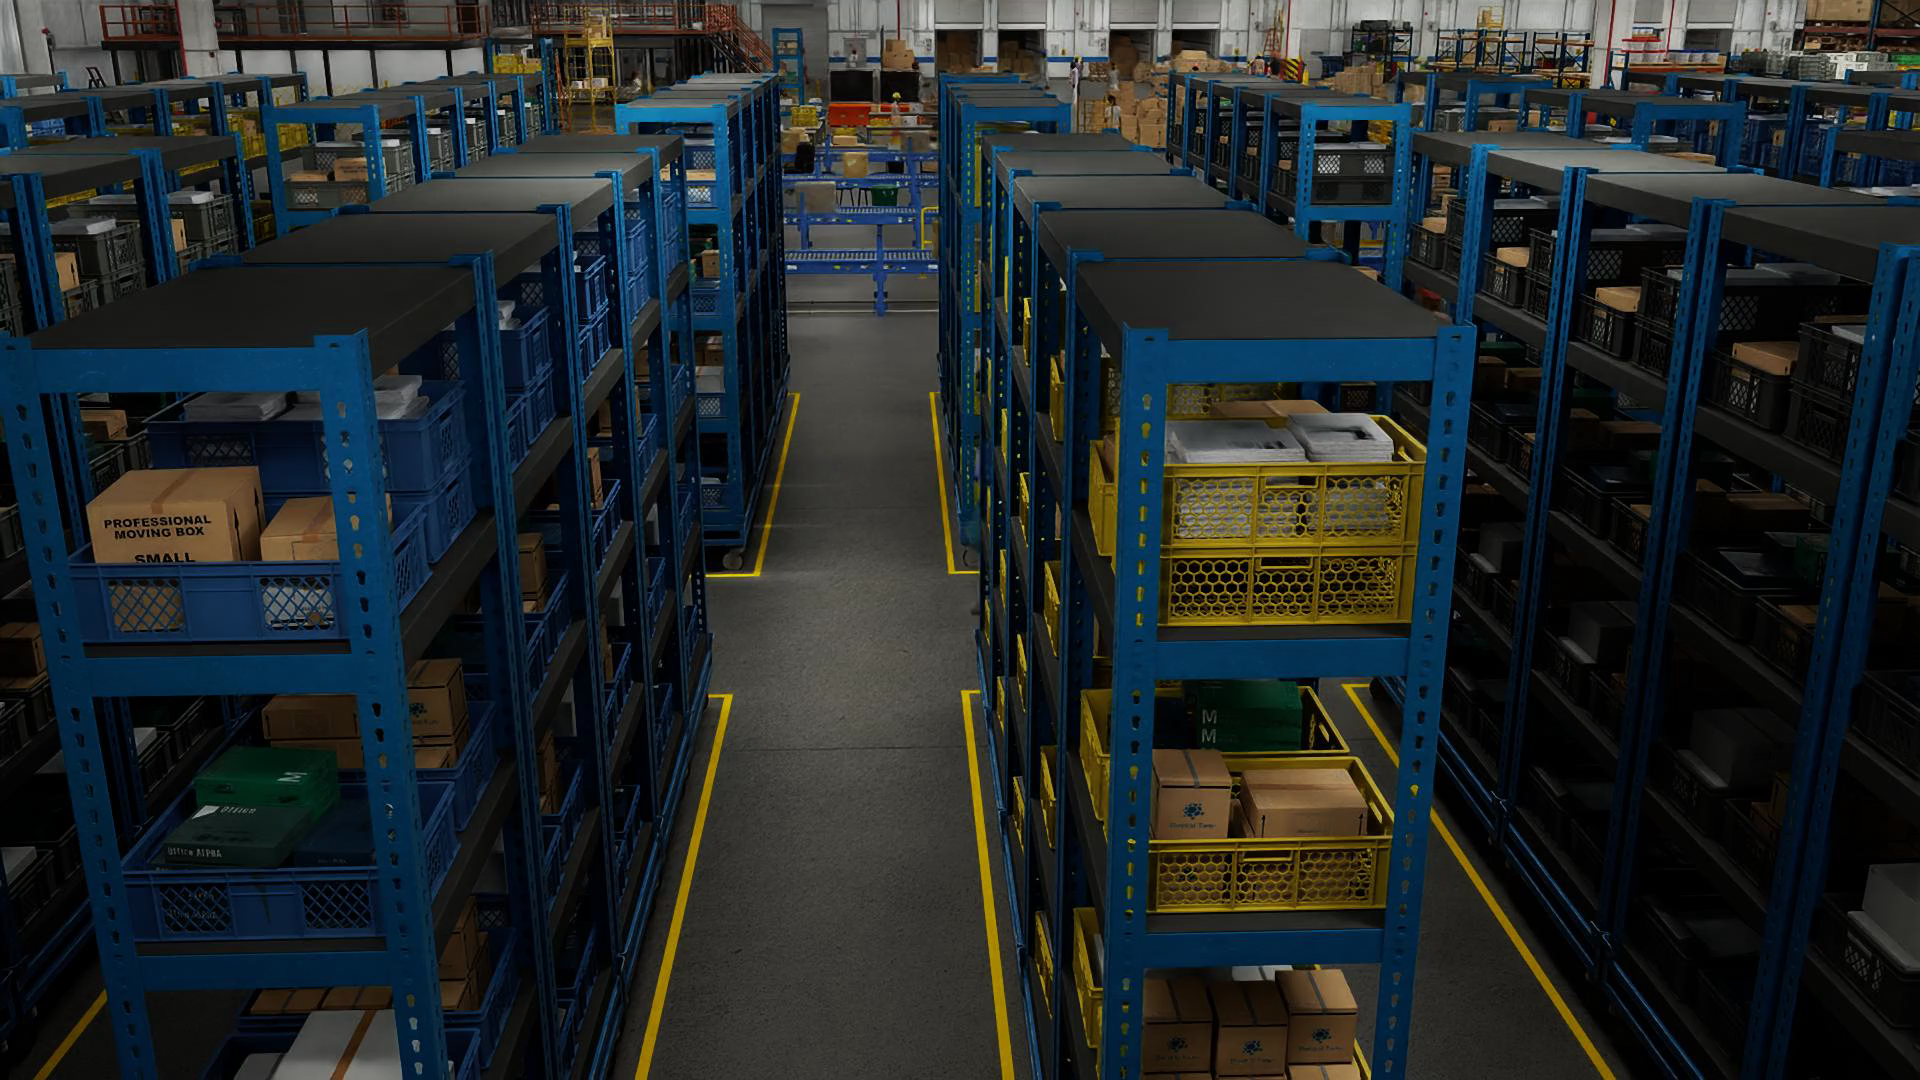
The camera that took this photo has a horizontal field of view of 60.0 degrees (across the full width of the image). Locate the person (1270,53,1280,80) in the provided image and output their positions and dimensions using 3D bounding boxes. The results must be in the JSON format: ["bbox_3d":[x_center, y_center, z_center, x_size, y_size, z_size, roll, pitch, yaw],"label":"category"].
[{"bbox_3d":[15.321,-22.773,81.212,0.984,1.945,0.635,-11,21,-31],"label":"person"}]

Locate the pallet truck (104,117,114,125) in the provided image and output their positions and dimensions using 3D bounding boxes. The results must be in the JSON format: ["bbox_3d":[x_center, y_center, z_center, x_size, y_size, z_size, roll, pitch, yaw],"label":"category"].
[{"bbox_3d":[-18.367,-7.885,35.078,1.885,1.965,0.823,1,18,2],"label":"pallet truck"}]

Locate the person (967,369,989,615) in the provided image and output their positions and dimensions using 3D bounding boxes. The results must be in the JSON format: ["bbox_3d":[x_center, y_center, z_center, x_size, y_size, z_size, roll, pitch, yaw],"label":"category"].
[{"bbox_3d":[0.255,-0.328,11.946,0.449,1.833,0.592,1,18,3],"label":"person"}]

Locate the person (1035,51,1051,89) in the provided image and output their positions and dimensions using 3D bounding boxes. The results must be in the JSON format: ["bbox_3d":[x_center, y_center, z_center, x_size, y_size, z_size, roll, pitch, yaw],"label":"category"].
[{"bbox_3d":[4.280,-24.393,86.301,0.604,1.914,0.907,-17,25,-42],"label":"person"}]

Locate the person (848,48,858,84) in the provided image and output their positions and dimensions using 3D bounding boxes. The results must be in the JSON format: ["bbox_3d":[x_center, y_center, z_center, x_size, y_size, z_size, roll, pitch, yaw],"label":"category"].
[{"bbox_3d":[-5.828,-26.173,91.844,0.552,1.885,0.949,13,22,36],"label":"person"}]

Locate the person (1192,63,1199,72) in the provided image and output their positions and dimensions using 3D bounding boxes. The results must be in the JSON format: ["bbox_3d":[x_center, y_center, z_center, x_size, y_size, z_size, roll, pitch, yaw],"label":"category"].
[{"bbox_3d":[9.265,-17.784,65.662,0.604,2.034,0.417,6,19,17],"label":"person"}]

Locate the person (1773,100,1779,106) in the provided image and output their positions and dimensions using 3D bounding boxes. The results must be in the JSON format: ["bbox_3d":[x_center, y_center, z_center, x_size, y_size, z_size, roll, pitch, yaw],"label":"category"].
[{"bbox_3d":[21.789,-10.816,44.432,0.604,1.816,0.649,1,18,3],"label":"person"}]

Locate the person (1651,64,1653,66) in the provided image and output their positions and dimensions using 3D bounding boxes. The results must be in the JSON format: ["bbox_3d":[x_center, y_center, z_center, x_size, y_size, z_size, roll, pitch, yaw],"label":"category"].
[{"bbox_3d":[38.735,-26.492,93.296,0.876,1.594,0.507,6,19,17],"label":"person"}]

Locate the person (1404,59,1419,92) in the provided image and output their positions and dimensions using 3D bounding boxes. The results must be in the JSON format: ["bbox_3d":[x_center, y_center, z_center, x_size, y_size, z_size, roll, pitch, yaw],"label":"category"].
[{"bbox_3d":[22.143,-22.564,80.984,0.929,1.680,0.497,15,23,39],"label":"person"}]

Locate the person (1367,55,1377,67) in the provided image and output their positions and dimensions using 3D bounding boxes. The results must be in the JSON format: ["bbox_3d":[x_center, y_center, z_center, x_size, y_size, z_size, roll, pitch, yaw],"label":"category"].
[{"bbox_3d":[21.247,-24.207,86.003,0.532,1.746,0.740,-3,18,-8],"label":"person"}]

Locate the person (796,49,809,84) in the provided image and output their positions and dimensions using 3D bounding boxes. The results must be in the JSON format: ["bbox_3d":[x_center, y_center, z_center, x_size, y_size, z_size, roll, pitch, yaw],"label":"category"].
[{"bbox_3d":[-8.591,-25.871,90.844,1.050,1.946,0.628,-16,24,-40],"label":"person"}]

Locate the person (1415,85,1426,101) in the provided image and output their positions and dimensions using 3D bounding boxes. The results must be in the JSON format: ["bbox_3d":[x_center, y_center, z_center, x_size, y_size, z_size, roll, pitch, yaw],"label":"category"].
[{"bbox_3d":[16.345,-15.480,58.707,0.780,1.913,0.571,-6,19,-19],"label":"person"}]

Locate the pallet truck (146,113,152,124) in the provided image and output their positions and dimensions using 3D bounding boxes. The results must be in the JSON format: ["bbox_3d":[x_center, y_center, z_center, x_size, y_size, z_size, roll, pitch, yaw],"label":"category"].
[{"bbox_3d":[-18.087,-8.309,36.390,1.885,1.965,0.823,-1,18,-4],"label":"pallet truck"}]

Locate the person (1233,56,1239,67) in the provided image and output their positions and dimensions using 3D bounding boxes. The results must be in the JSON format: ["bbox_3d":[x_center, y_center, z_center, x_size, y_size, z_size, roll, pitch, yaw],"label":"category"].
[{"bbox_3d":[14.143,-24.043,85.572,0.459,1.682,0.557,2,18,7],"label":"person"}]

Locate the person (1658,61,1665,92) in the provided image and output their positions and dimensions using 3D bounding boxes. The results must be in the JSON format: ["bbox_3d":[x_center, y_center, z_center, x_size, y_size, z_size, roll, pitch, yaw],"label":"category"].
[{"bbox_3d":[31.579,-20.663,74.942,0.995,1.793,0.527,6,19,18],"label":"person"}]

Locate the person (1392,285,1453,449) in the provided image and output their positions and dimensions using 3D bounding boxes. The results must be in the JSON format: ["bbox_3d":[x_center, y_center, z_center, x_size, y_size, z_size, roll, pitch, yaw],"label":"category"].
[{"bbox_3d":[4.210,-1.456,15.276,0.645,1.943,1.048,-3,18,-9],"label":"person"}]

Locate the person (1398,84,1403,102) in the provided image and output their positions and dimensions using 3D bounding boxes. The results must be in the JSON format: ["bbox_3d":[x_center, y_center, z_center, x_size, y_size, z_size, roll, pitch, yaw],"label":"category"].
[{"bbox_3d":[15.025,-14.856,57.145,0.384,1.681,0.548,8,19,22],"label":"person"}]

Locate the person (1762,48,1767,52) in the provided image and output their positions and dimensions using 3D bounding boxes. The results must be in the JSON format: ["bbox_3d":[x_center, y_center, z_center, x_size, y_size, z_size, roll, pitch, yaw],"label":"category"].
[{"bbox_3d":[43.656,-25.737,90.420,0.630,1.938,0.373,9,20,25],"label":"person"}]

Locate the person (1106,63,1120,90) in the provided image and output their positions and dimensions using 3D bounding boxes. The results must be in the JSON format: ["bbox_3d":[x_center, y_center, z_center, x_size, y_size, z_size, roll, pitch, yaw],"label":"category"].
[{"bbox_3d":[6.539,-19.567,71.499,0.571,1.824,0.939,10,20,28],"label":"person"}]

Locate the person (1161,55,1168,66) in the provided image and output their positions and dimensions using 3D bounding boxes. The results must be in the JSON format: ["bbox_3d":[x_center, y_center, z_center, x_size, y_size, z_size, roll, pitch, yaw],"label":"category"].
[{"bbox_3d":[9.720,-22.192,79.537,1.027,1.884,0.641,1,18,2],"label":"person"}]

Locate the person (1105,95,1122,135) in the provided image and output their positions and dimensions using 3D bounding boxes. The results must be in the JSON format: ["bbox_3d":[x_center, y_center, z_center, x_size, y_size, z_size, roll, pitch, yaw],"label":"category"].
[{"bbox_3d":[4.265,-11.461,46.403,0.548,1.838,0.577,-2,18,-6],"label":"person"}]

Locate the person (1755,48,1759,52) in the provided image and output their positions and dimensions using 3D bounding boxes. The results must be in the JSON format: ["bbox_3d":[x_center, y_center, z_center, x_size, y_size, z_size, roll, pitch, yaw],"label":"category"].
[{"bbox_3d":[43.508,-25.944,91.072,0.547,1.928,0.385,2,18,6],"label":"person"}]

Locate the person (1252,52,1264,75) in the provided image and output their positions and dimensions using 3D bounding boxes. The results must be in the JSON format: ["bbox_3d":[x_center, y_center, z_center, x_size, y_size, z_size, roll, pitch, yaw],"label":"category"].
[{"bbox_3d":[14.923,-23.407,83.244,0.589,1.922,0.389,5,19,16],"label":"person"}]

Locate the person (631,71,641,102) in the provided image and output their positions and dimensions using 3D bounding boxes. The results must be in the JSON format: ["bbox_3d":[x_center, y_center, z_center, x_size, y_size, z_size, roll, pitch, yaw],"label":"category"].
[{"bbox_3d":[-12.135,-16.494,61.929,0.655,1.860,0.599,3,18,10],"label":"person"}]

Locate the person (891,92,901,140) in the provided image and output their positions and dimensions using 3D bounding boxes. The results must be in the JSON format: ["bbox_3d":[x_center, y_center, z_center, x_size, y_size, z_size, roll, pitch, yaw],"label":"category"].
[{"bbox_3d":[-1.876,-12.348,49.263,0.326,1.765,0.533,-6,19,-18],"label":"person"}]

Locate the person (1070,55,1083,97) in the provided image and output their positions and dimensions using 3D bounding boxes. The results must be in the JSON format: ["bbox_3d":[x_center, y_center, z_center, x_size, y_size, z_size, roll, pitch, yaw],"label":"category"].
[{"bbox_3d":[5.482,-21.847,78.393,0.585,1.928,0.370,3,18,10],"label":"person"}]

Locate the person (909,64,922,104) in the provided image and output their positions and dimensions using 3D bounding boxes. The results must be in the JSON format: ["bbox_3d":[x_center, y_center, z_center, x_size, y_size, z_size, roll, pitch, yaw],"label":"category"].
[{"bbox_3d":[-1.899,-19.576,71.568,0.629,1.811,0.904,14,23,38],"label":"person"}]

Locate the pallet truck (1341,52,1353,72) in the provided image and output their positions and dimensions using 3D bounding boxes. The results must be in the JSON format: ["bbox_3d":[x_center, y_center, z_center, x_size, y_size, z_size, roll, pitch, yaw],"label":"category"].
[{"bbox_3d":[18.794,-23.123,82.231,0.823,1.965,1.885,-13,22,-35],"label":"pallet truck"}]

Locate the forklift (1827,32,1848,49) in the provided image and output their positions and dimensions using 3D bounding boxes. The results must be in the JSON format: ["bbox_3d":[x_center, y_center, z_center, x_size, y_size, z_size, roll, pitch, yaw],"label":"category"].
[{"bbox_3d":[46.023,-25.321,87.619,1.129,2.768,1.873,-1,18,-2],"label":"forklift"}]

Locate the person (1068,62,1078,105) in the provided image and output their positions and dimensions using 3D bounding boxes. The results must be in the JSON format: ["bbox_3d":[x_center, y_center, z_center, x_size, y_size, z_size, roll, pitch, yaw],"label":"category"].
[{"bbox_3d":[4.928,-19.853,72.363,0.430,1.845,0.624,-1,18,-3],"label":"person"}]

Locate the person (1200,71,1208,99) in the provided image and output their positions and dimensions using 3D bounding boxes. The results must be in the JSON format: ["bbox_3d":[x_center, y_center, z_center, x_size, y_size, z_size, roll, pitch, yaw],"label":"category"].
[{"bbox_3d":[8.433,-15.200,57.646,0.688,2.000,0.536,-1,18,-4],"label":"person"}]

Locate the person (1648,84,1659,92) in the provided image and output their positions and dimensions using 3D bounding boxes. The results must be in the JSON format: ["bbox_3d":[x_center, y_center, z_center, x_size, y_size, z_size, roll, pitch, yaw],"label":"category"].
[{"bbox_3d":[25.013,-15.901,59.996,0.712,1.923,0.639,1,18,4],"label":"person"}]
